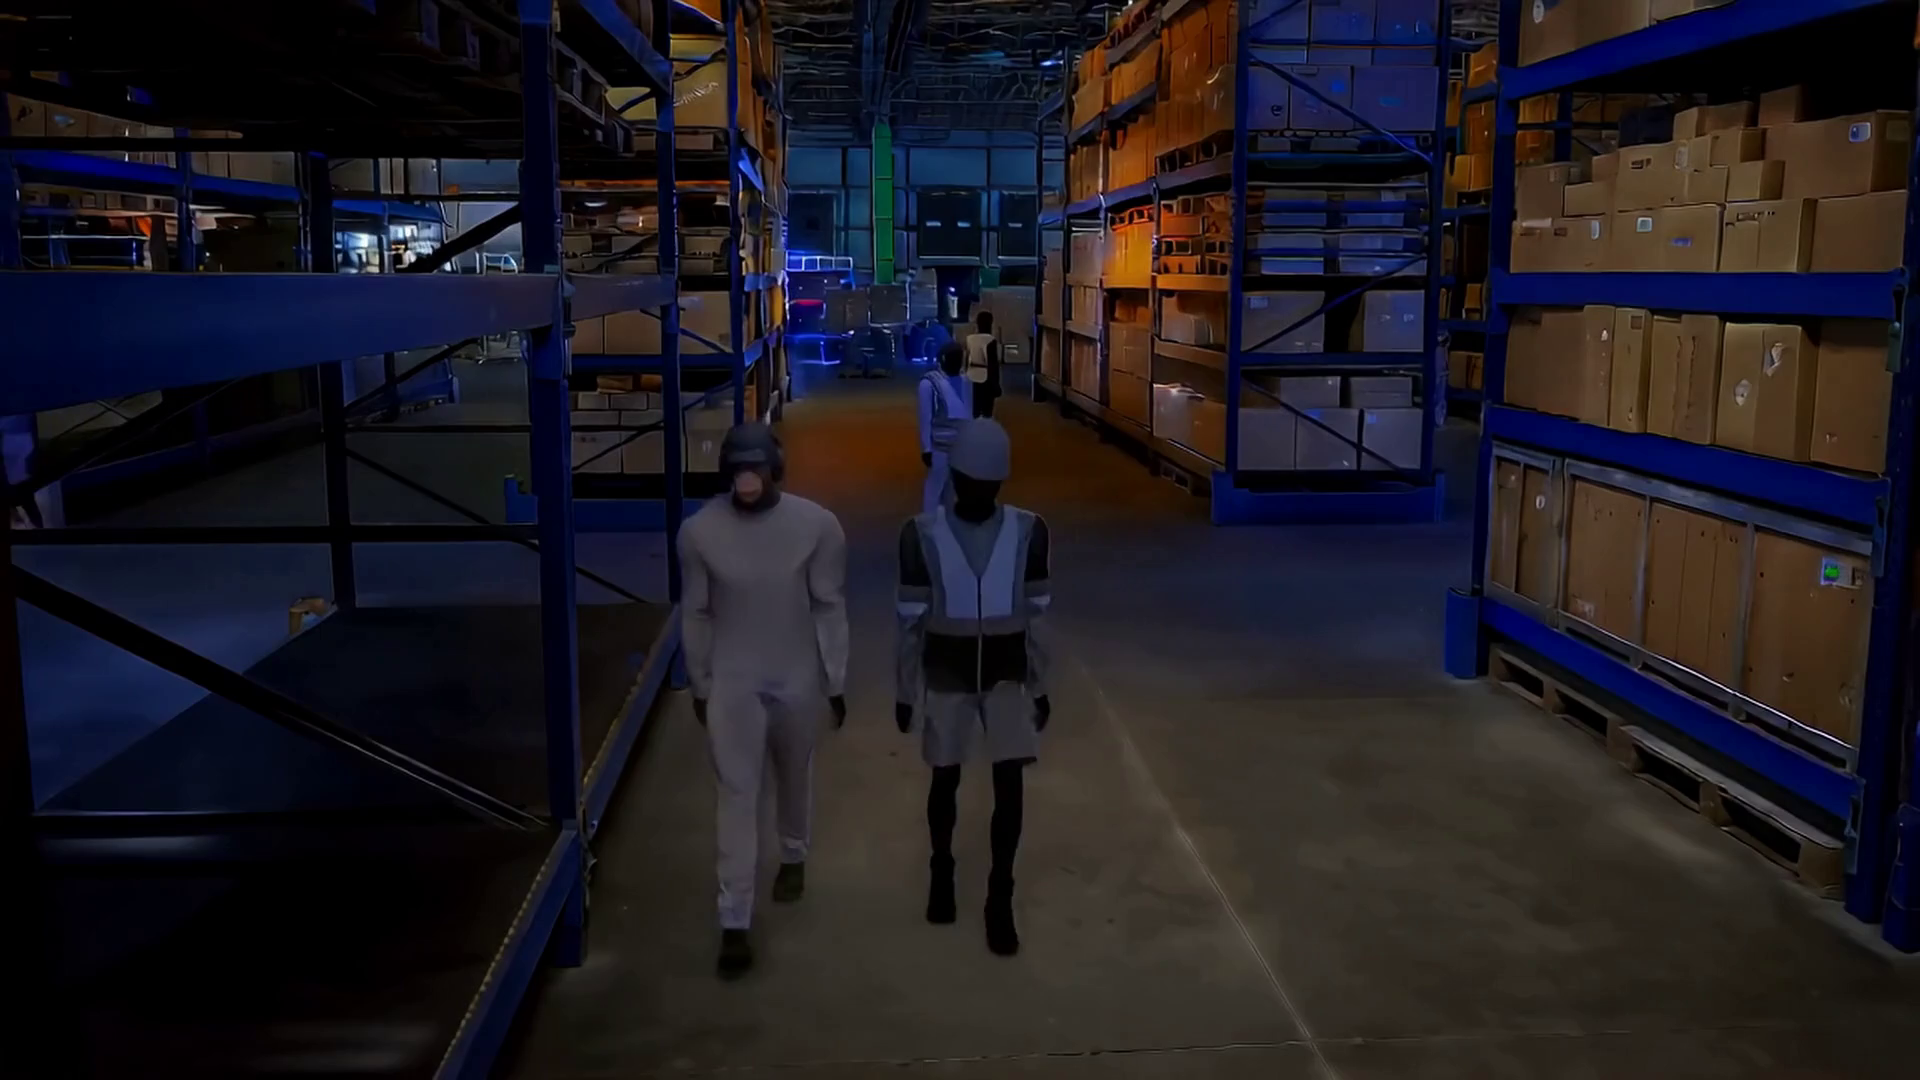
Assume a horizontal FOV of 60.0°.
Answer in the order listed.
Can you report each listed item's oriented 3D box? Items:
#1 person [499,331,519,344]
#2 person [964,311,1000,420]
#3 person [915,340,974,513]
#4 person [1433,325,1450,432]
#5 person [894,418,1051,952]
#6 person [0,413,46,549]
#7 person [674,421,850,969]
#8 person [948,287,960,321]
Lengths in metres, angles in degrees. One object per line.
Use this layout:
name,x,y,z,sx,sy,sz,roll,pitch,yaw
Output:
person,-15.382,-7.508,56.449,0.946,1.892,0.592,-7,11,-36
person,0.294,-2.101,22.332,0.390,1.920,0.587,-8,12,-41
person,-0.092,-0.800,14.403,0.619,1.845,0.430,-8,12,-42
person,7.353,-2.466,25.506,0.307,1.638,0.512,2,9,13
person,0.050,0.513,5.967,0.566,1.901,0.763,-1,9,-4
person,-8.384,-0.750,14.557,0.675,1.675,0.566,-2,9,-10
person,-0.716,0.509,6.060,0.631,1.891,1.025,-1,9,-3
person,-0.253,-9.223,67.026,0.570,1.925,0.556,-7,11,-38
